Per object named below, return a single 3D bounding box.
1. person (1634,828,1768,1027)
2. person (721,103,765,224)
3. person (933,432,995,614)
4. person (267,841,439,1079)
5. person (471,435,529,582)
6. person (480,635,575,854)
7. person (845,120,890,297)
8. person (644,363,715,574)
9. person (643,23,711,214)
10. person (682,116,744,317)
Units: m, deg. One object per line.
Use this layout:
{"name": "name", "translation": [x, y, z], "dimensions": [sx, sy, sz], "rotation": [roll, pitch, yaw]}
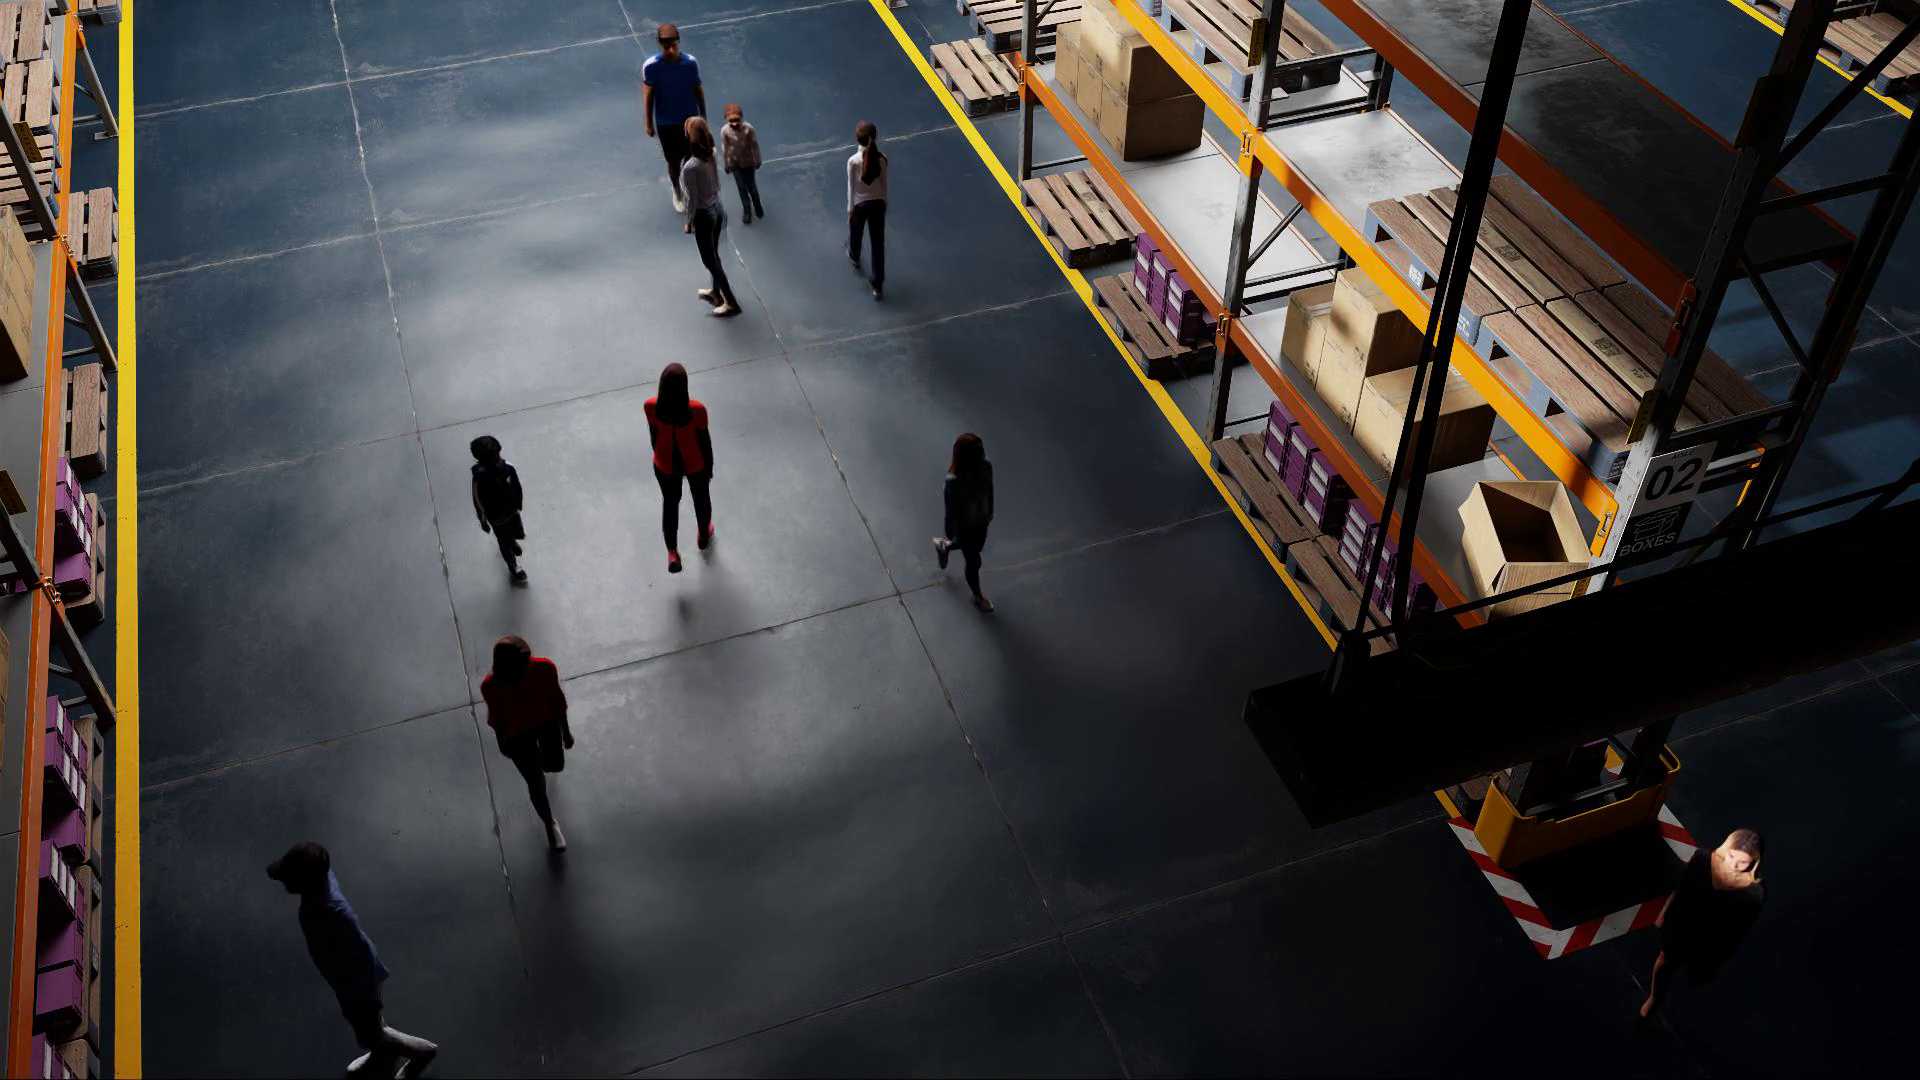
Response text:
{"name": "person", "translation": [3.992, 2.030, 8.884], "dimensions": [0.784, 1.665, 0.800], "rotation": [-32, 52, -29]}
{"name": "person", "translation": [-1.958, -3.438, 14.972], "dimensions": [0.550, 1.184, 0.577], "rotation": [-6, 44, -6]}
{"name": "person", "translation": [0.016, -0.168, 11.341], "dimensions": [0.765, 1.458, 0.948], "rotation": [-33, 53, -30]}
{"name": "person", "translation": [-3.118, 2.203, 8.543], "dimensions": [0.838, 1.885, 0.730], "rotation": [-34, 53, -30]}
{"name": "person", "translation": [-3.235, -0.255, 11.607], "dimensions": [0.626, 1.216, 0.696], "rotation": [-31, 52, -29]}
{"name": "person", "translation": [-2.540, 1.086, 9.860], "dimensions": [0.702, 1.686, 0.986], "rotation": [-18, 47, -18]}
{"name": "person", "translation": [-0.752, -2.755, 14.009], "dimensions": [0.598, 1.524, 0.987], "rotation": [-10, 45, -11]}
{"name": "person", "translation": [-1.940, -0.466, 11.497], "dimensions": [0.816, 1.675, 1.027], "rotation": [1, 44, 2]}
{"name": "person", "translation": [-2.558, -3.814, 14.887], "dimensions": [0.708, 1.846, 0.650], "rotation": [-16, 46, -16]}
{"name": "person", "translation": [-2.063, -2.655, 13.706], "dimensions": [0.895, 1.797, 0.834], "rotation": [17, 46, 17]}
